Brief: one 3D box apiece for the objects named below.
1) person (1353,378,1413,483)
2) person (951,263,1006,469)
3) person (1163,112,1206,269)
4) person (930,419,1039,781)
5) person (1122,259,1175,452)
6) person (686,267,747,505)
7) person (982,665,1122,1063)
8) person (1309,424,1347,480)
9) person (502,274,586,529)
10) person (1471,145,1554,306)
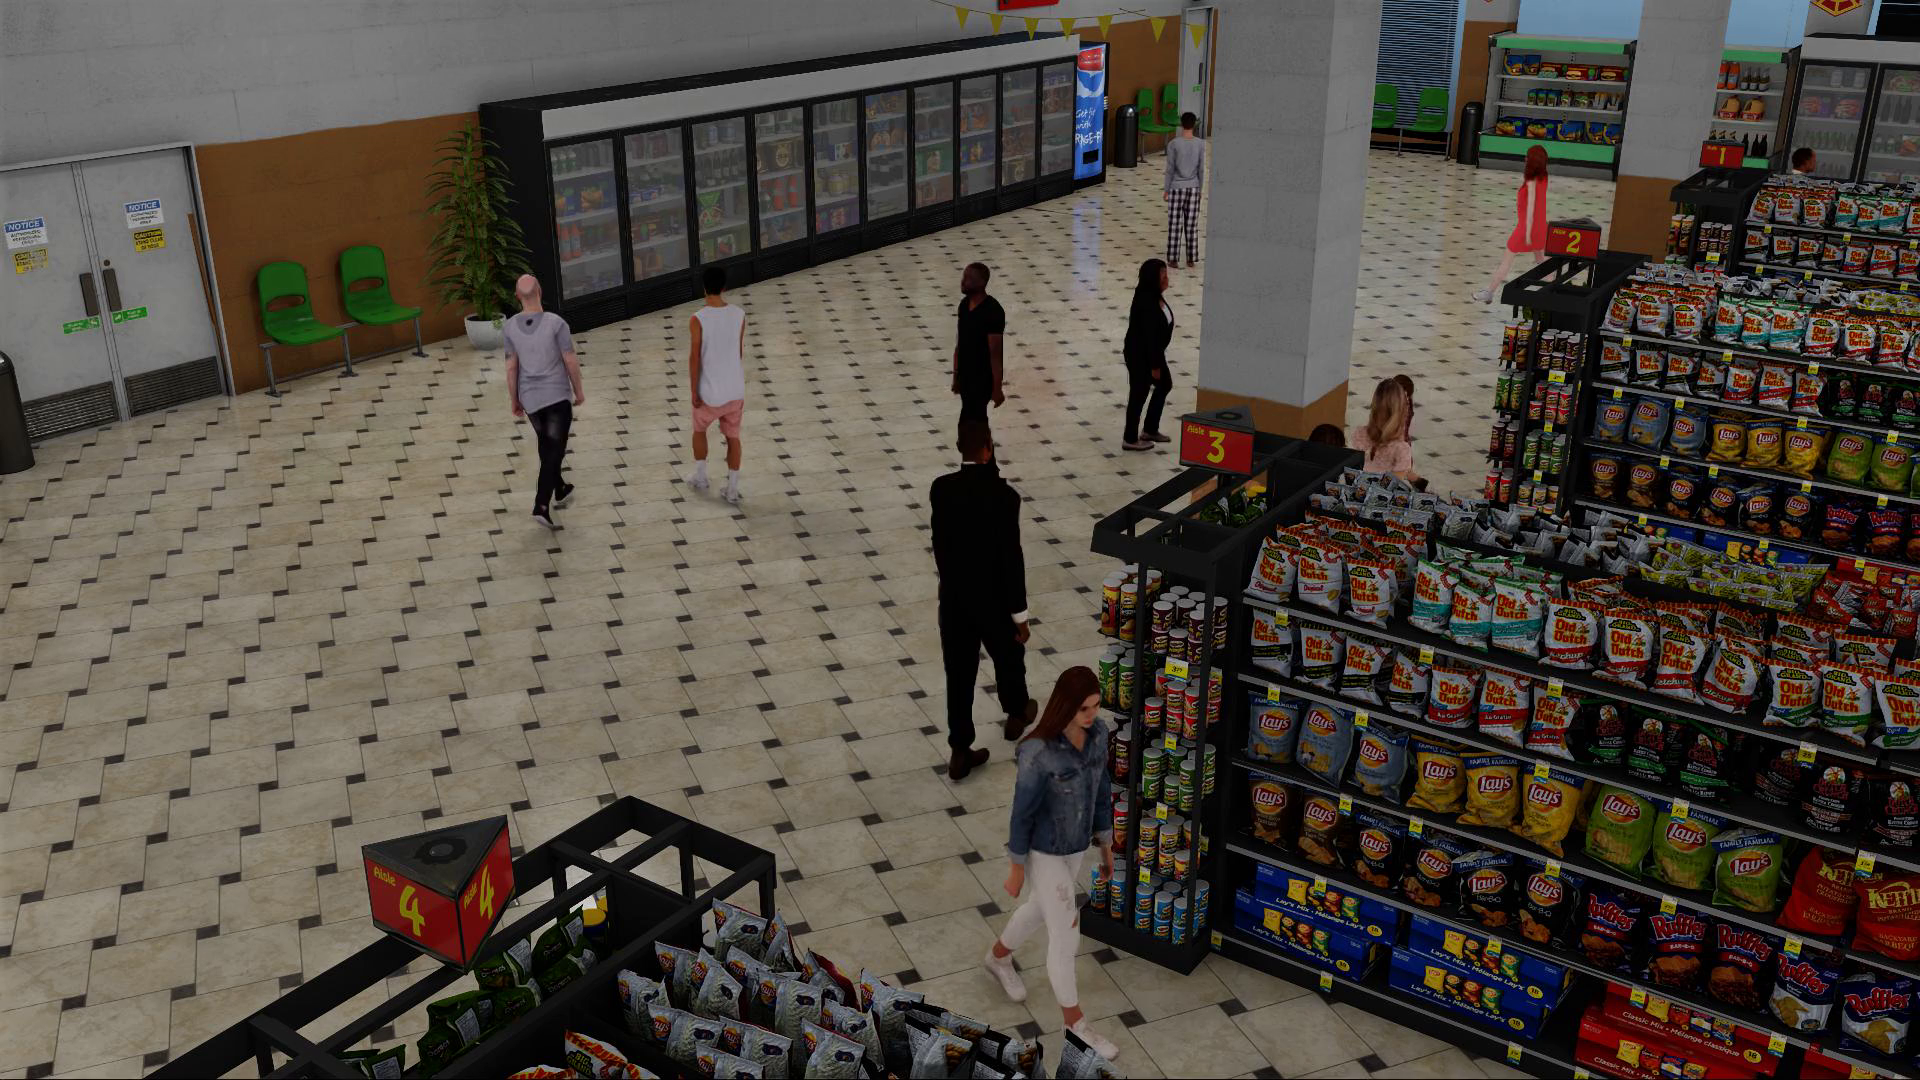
[{"bbox_3d":[2.311,-0.009,9.666,0.803,1.769,1.086,-17,27,-36],"label":"person"},{"bbox_3d":[0.221,-1.207,12.600,0.856,1.805,0.755,-13,25,-29],"label":"person"},{"bbox_3d":[2.694,-4.216,20.032,0.703,1.847,0.766,-4,22,-10],"label":"person"},{"bbox_3d":[0.042,0.354,8.641,1.081,1.861,0.957,11,24,26],"label":"person"},{"bbox_3d":[1.437,-1.497,13.591,0.800,1.604,0.781,3,22,8],"label":"person"},{"bbox_3d":[-1.756,-1.116,12.450,0.839,1.747,0.961,-13,25,-29],"label":"person"},{"bbox_3d":[0.323,1.231,6.728,0.714,1.659,1.063,-20,29,-40],"label":"person"},{"bbox_3d":[1.937,0.179,9.364,1.078,1.645,0.804,9,24,21],"label":"person"},{"bbox_3d":[-3.027,-0.978,12.041,1.264,1.796,1.088,4,22,10],"label":"person"},{"bbox_3d":[6.183,-3.260,17.751,1.160,1.774,0.684,18,28,38],"label":"person"}]
